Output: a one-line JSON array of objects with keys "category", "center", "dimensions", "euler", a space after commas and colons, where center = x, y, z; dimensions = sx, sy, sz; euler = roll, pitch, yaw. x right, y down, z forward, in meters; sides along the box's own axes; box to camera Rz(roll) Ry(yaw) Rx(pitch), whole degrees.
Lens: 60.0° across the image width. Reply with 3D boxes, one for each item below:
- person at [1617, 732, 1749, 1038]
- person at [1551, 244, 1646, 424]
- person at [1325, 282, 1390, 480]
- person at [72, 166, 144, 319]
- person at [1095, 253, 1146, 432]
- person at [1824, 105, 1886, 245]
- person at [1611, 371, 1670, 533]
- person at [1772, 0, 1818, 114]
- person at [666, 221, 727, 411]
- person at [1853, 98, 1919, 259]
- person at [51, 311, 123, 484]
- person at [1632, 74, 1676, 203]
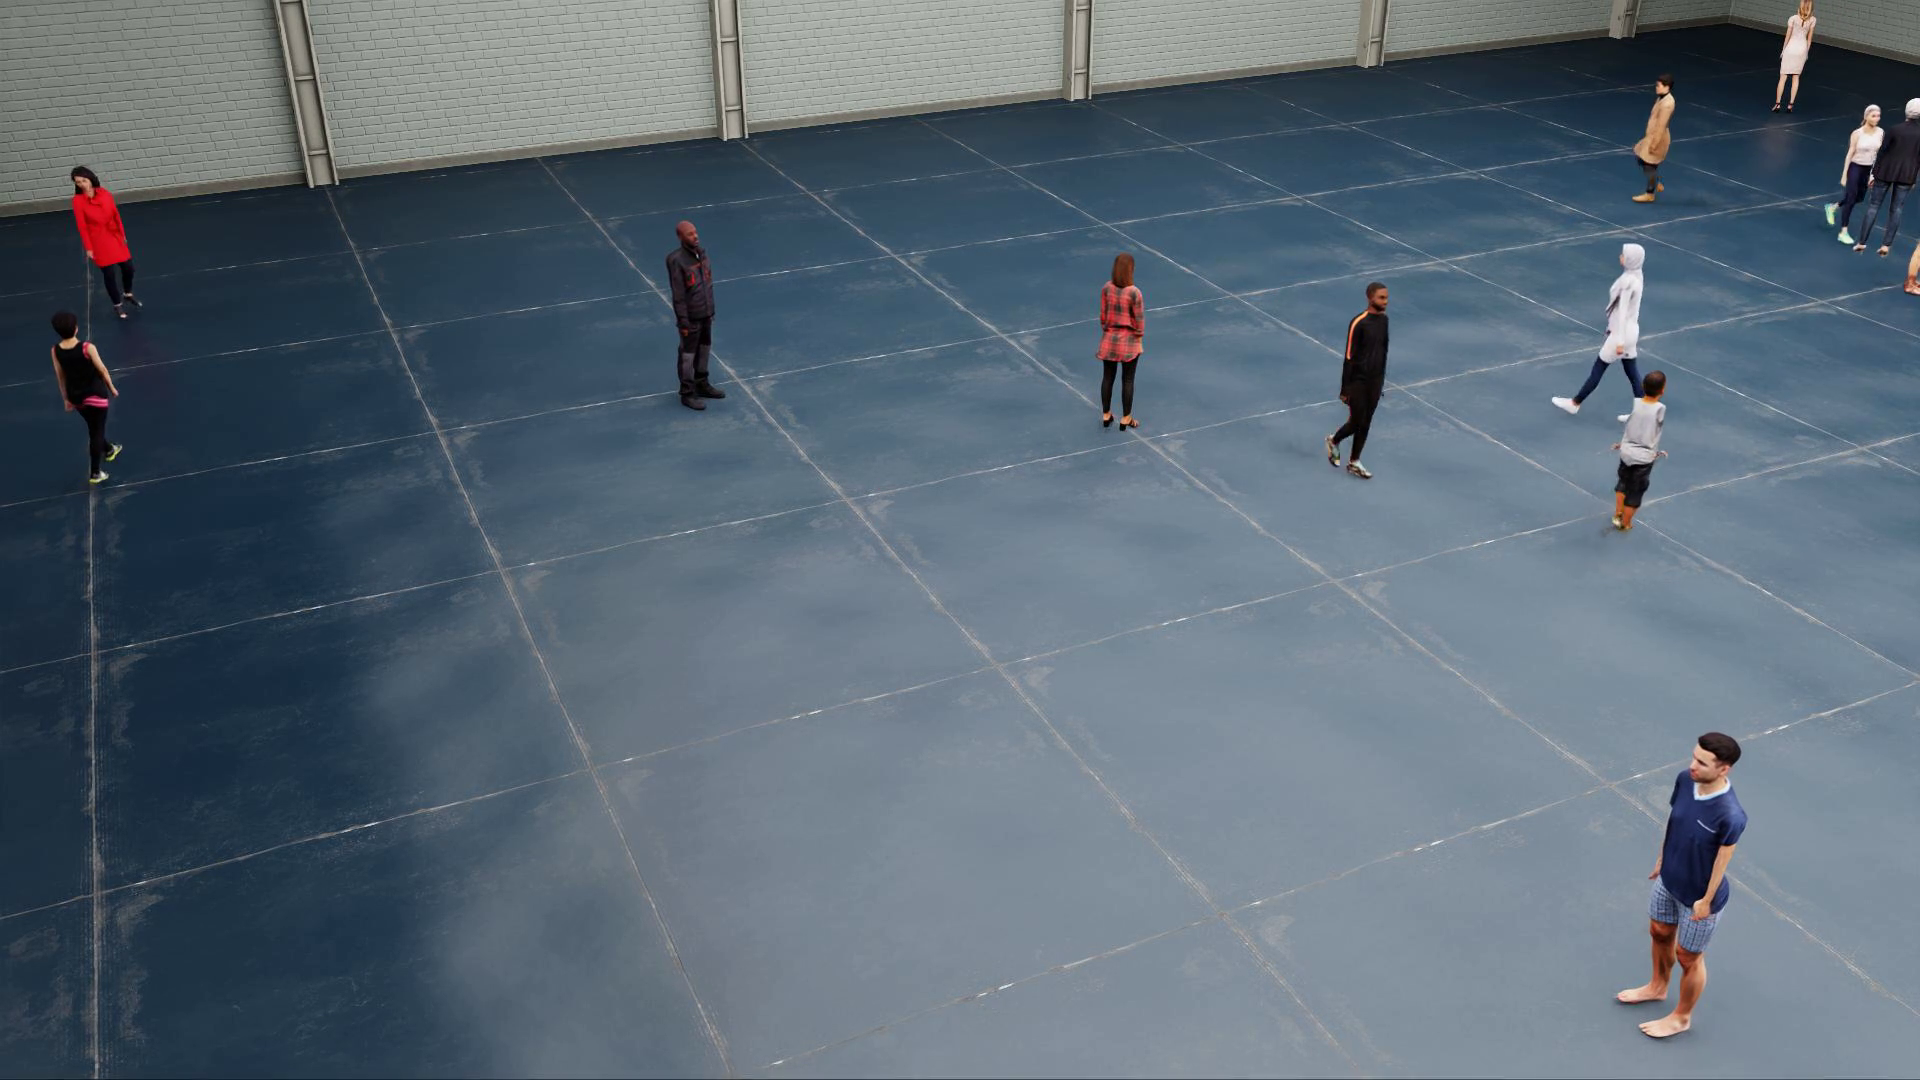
[{"category": "person", "center": [3.802, 1.772, 8.621], "dimensions": [0.597, 1.843, 0.639], "euler": [-7, 29, -14]}, {"category": "person", "center": [6.290, -1.865, 15.575], "dimensions": [1.045, 1.726, 1.149], "euler": [19, 33, 31]}, {"category": "person", "center": [3.492, -1.423, 14.668], "dimensions": [0.721, 1.798, 0.773], "euler": [-18, 33, -30]}, {"category": "person", "center": [-9.321, -3.234, 18.153], "dimensions": [0.902, 1.719, 0.808], "euler": [13, 31, 23]}, {"category": "person", "center": [1.506, -1.856, 15.584], "dimensions": [0.700, 1.701, 0.714], "euler": [18, 33, 31]}, {"category": "person", "center": [11.148, -4.592, 20.737], "dimensions": [0.959, 1.685, 0.815], "euler": [-5, 28, -9]}, {"category": "person", "center": [5.606, -0.743, 13.767], "dimensions": [0.697, 1.445, 0.721], "euler": [21, 34, 33]}, {"category": "person", "center": [13.294, -7.732, 26.480], "dimensions": [0.625, 1.830, 0.709], "euler": [6, 29, 12]}, {"category": "person", "center": [-2.599, -2.210, 16.115], "dimensions": [0.853, 1.826, 0.767], "euler": [13, 31, 23]}, {"category": "person", "center": [10.288, -4.020, 18.369], "dimensions": [0.821, 1.781, 0.786], "euler": [11, 30, 19]}, {"category": "person", "center": [-7.689, -1.229, 14.606], "dimensions": [1.019, 1.514, 0.907], "euler": [1, 28, 2]}, {"category": "person", "center": [9.340, -5.317, 22.071], "dimensions": [0.909, 1.711, 0.850], "euler": [7, 29, 13]}]
